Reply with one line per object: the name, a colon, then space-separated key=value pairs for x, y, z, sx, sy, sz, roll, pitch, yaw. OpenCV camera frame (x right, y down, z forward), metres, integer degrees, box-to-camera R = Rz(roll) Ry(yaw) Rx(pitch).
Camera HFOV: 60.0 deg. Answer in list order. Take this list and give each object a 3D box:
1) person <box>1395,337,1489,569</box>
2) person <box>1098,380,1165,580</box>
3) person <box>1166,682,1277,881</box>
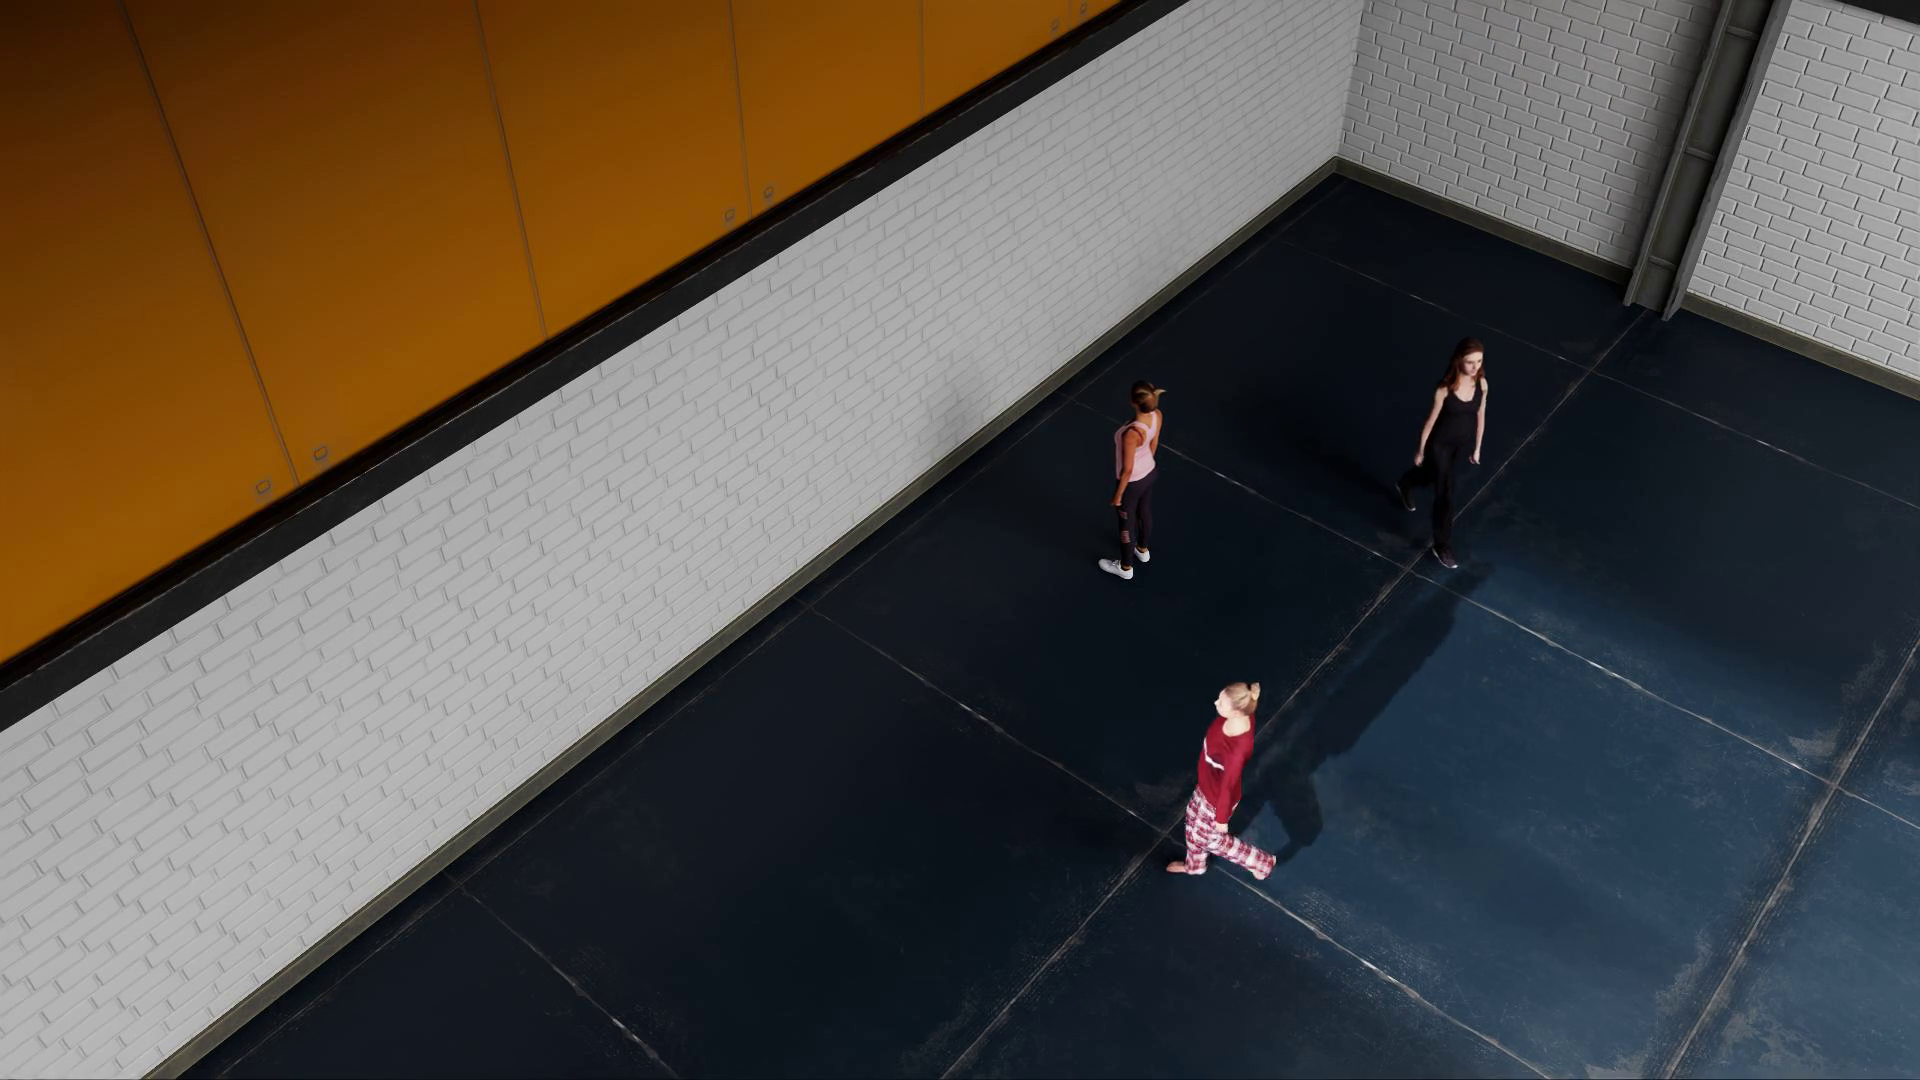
person: x=3.342 y=-0.723 z=11.539 sx=0.983 sy=1.705 sz=1.202 roll=-13 pitch=45 yaw=-13
person: x=1.198 y=-0.420 z=11.267 sx=0.506 sy=1.643 sz=0.562 roll=30 pitch=51 yaw=27
person: x=1.528 y=1.393 z=9.337 sx=0.977 sy=1.679 sz=0.871 roll=6 pitch=44 yaw=6
